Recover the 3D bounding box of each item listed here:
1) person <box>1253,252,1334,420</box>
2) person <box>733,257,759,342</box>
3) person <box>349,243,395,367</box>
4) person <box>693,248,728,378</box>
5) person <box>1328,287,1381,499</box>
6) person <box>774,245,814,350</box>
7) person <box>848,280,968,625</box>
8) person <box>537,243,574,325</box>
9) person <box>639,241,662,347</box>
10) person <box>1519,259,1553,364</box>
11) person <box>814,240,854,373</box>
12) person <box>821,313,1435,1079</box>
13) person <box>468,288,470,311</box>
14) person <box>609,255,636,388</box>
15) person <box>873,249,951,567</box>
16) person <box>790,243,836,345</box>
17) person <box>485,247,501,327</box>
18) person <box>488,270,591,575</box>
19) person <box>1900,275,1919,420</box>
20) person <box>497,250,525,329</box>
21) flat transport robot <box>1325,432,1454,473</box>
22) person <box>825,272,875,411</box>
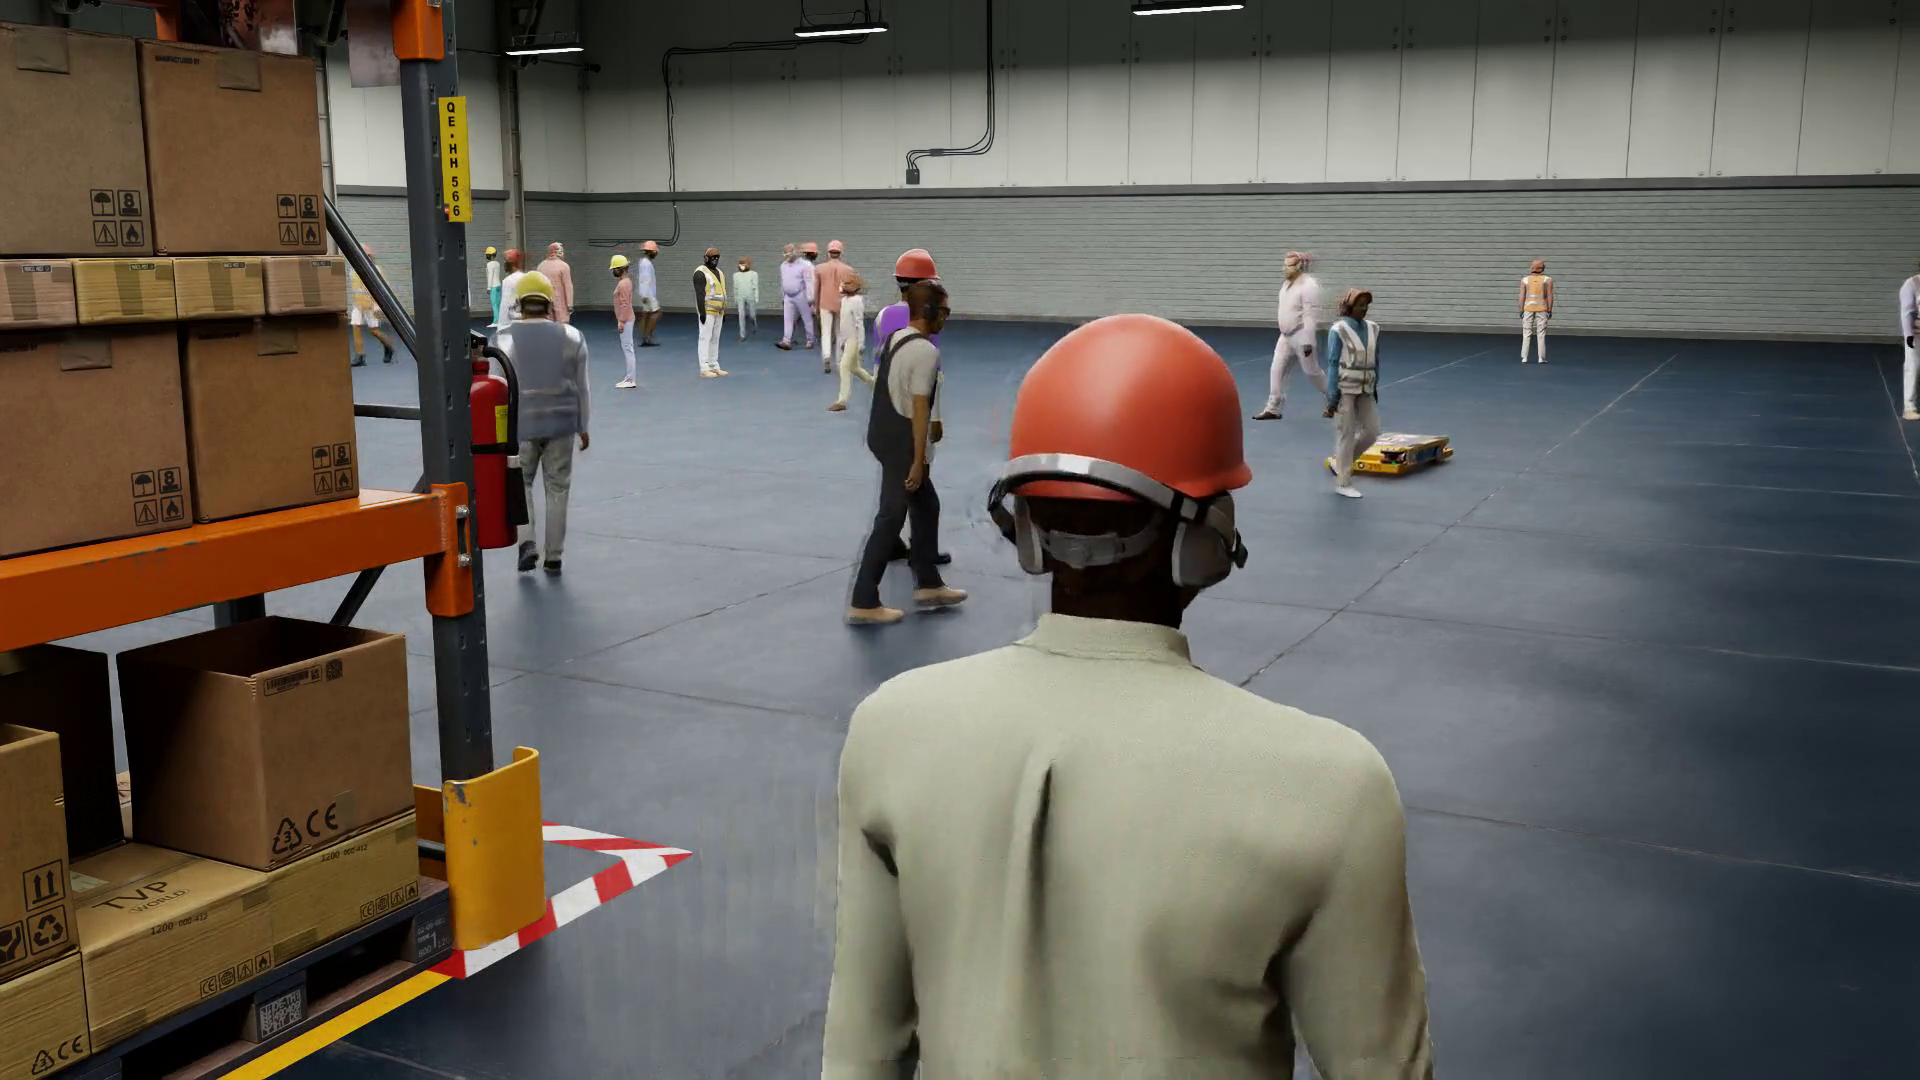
[{"bbox_3d":[3.781,-2.238,18.287,1.010,1.854,0.656,-4,11,-23],"label":"person"},{"bbox_3d":[-4.078,-4.613,31.867,0.524,1.613,0.547,1,10,6],"label":"person"},{"bbox_3d":[-9.218,-3.663,25.882,0.551,1.910,0.845,4,11,22],"label":"person"},{"bbox_3d":[-3.551,-3.250,23.822,0.430,1.840,0.623,4,11,23],"label":"person"},{"bbox_3d":[3.036,-1.138,12.876,0.533,1.623,0.398,-6,12,-31],"label":"person"},{"bbox_3d":[-2.900,-4.285,29.448,0.769,1.840,1.000,6,12,29],"label":"person"},{"bbox_3d":[-0.256,-0.464,8.783,0.845,1.780,0.515,-5,11,-24],"label":"person"},{"bbox_3d":[-6.389,-3.761,26.428,0.646,1.904,0.401,5,12,27],"label":"person"},{"bbox_3d":[-5.627,-4.464,30.220,0.532,1.914,0.567,-2,11,-11],"label":"person"},{"bbox_3d":[9.111,-3.610,26.325,0.514,1.640,0.310,5,12,27],"label":"person"},{"bbox_3d":[-1.865,-3.444,24.557,0.608,1.964,0.891,-1,10,-3],"label":"person"},{"bbox_3d":[0.199,0.735,1.809,0.622,1.937,1.036,7,13,34],"label":"person"},{"bbox_3d":[-8.265,-3.842,26.953,0.604,1.870,0.494,-3,11,-18],"label":"person"},{"bbox_3d":[-4.480,-2.899,22.118,0.318,1.764,0.522,-2,11,-9],"label":"person"},{"bbox_3d":[-0.288,-0.811,10.247,0.377,1.936,0.549,-9,14,-41],"label":"person"},{"bbox_3d":[-2.814,-4.537,30.717,0.986,1.889,0.565,-4,11,-22],"label":"person"},{"bbox_3d":[-10.304,-5.572,36.680,0.310,1.768,0.533,1,10,7],"label":"person"},{"bbox_3d":[-2.487,-0.681,9.872,0.597,1.813,0.420,-3,11,-18],"label":"person"},{"bbox_3d":[10.611,-2.226,18.244,0.645,1.833,0.478,0,10,1],"label":"person"},{"bbox_3d":[-5.463,-2.598,20.257,0.968,1.833,0.619,2,11,12],"label":"person"},{"bbox_3d":[3.800,-0.783,14.645,0.652,0.197,1.431,7,12,34],"label":"flat transport robot"},{"bbox_3d":[-1.196,-2.298,19.272,0.762,1.608,0.509,-5,11,-24],"label":"person"}]
